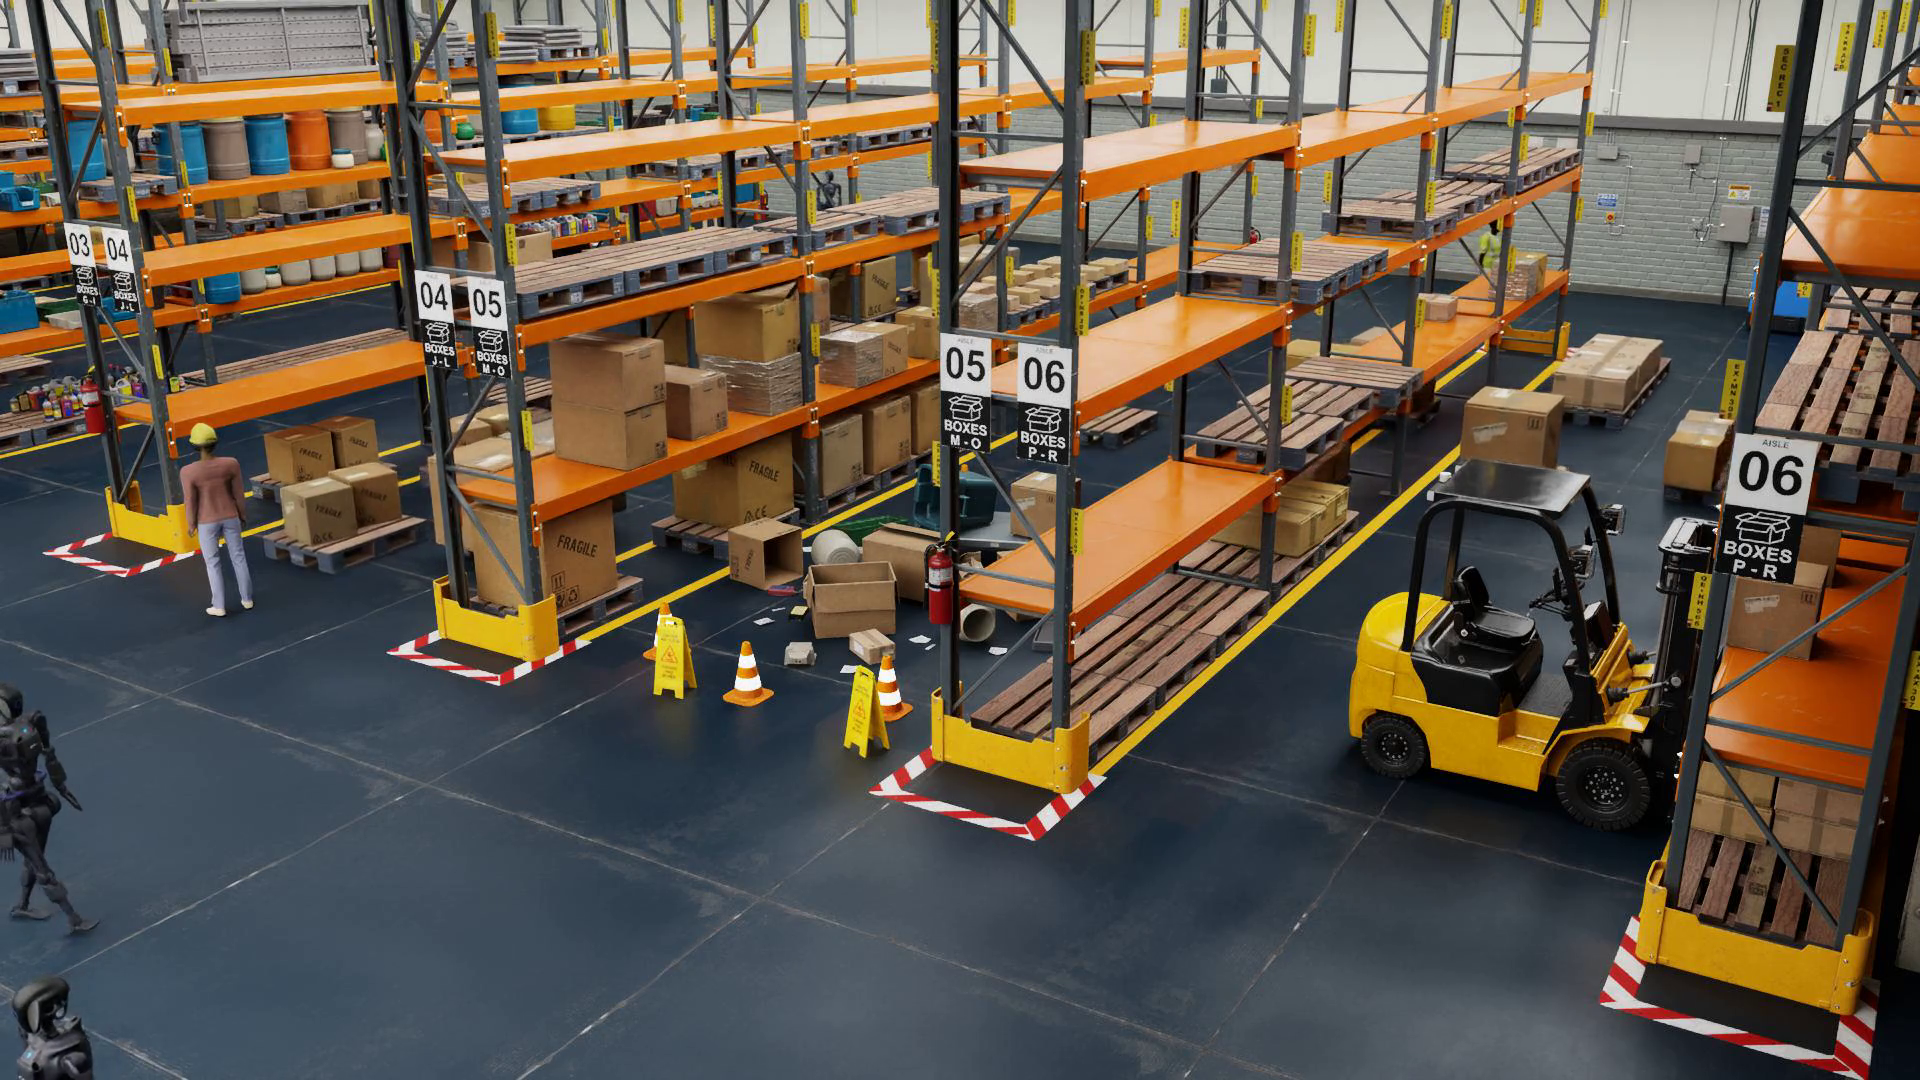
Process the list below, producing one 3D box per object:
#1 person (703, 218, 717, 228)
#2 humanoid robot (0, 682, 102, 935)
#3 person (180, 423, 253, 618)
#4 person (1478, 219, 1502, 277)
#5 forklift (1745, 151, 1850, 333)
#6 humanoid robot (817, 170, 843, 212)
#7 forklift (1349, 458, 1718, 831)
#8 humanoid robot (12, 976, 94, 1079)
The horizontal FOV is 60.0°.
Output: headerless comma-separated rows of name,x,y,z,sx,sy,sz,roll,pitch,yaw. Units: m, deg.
person,-5.251,-7.052,34.834,0.488,1.688,0.350,-6,20,-17
humanoid robot,-5.506,1.586,9.920,0.742,1.632,0.590,3,19,10
person,-6.642,-0.182,14.851,0.533,1.766,0.317,-18,26,-41
person,8.765,-4.509,27.470,0.551,1.692,0.352,-15,24,-36
forklift,13.620,-4.667,26.137,1.873,2.768,1.129,11,22,29
humanoid robot,-2.656,-6.713,33.934,0.601,1.623,0.783,-10,21,-27
forklift,3.988,0.658,11.776,2.313,2.155,1.214,11,22,29
humanoid robot,-3.773,2.598,7.001,0.591,1.631,0.739,12,23,32
